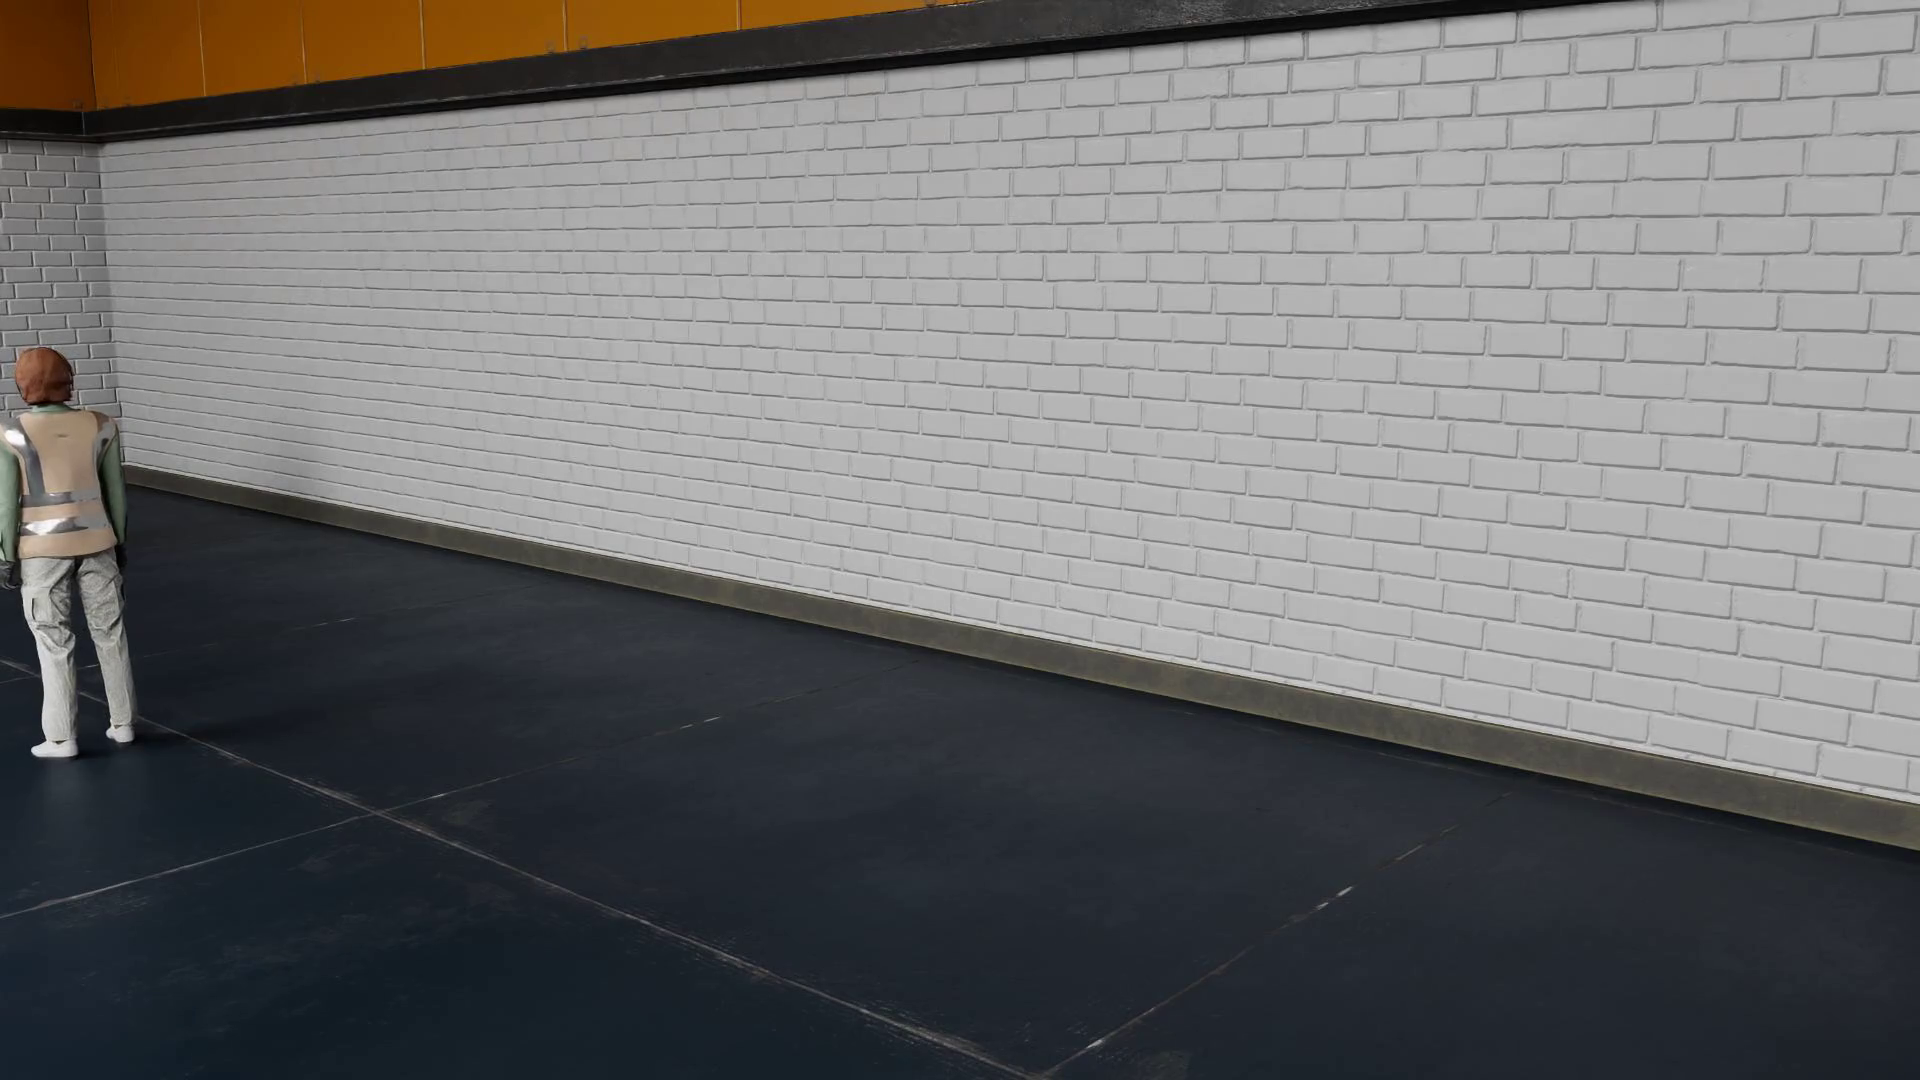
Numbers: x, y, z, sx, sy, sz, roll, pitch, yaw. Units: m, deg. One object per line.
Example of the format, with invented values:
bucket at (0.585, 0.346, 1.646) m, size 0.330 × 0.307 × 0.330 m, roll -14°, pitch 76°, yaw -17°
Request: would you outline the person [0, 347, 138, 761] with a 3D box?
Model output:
person at (-3.553, 0.058, 6.600) m, size 0.315 × 1.636 × 0.515 m, roll 8°, pitch 13°, yaw 37°
